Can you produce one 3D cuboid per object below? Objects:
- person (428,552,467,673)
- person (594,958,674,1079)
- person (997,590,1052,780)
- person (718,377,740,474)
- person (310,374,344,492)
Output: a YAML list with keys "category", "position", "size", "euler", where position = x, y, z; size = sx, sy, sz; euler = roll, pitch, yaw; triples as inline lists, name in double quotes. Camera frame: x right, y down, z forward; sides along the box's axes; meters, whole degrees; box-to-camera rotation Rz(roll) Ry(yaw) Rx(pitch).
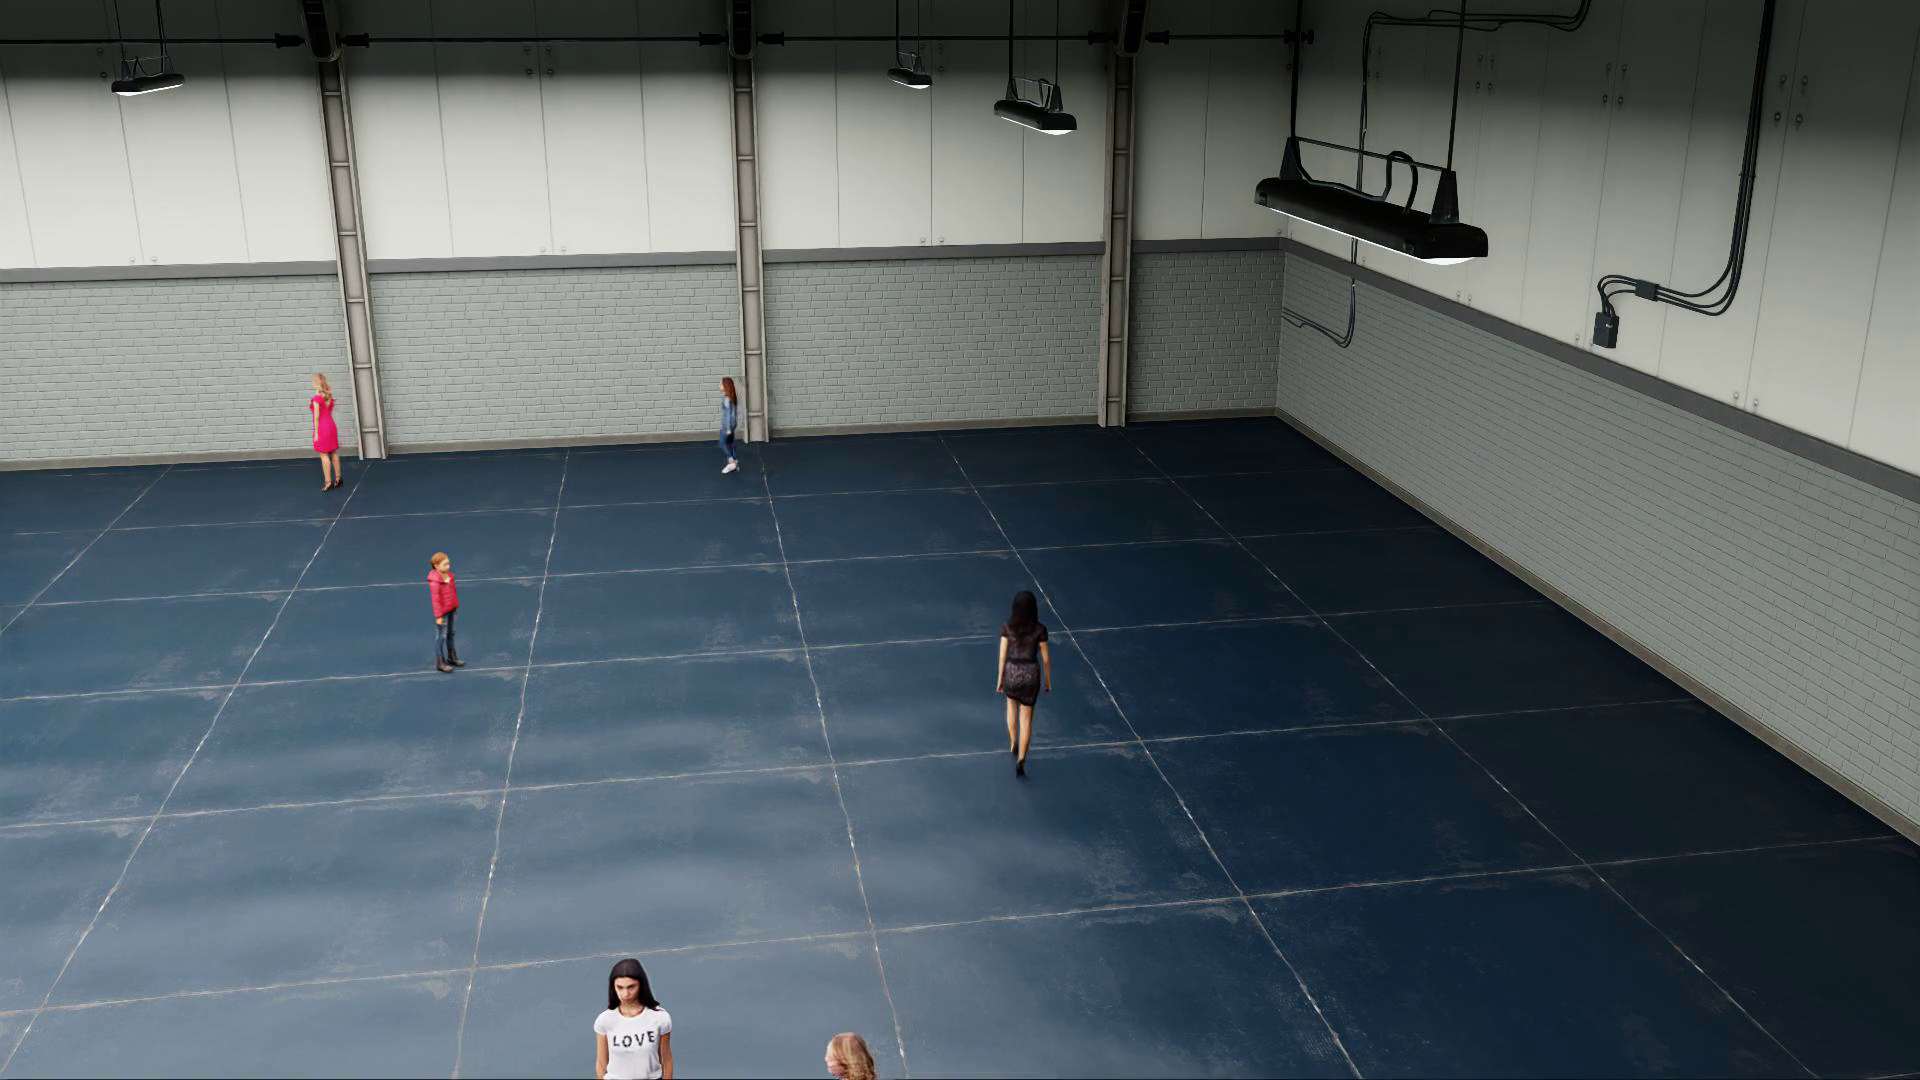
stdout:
- category: "person"
  position: [-5.508, 0.755, 17.758]
  size: [0.618, 1.314, 0.583]
  euler: [7, 19, 21]
- category: "person"
  position: [-1.860, 3.193, 9.524]
  size: [0.447, 1.775, 0.642]
  euler: [-4, 18, -11]
- category: "person"
  position: [0.552, 1.353, 15.195]
  size: [0.890, 1.764, 0.866]
  euler: [3, 18, 9]
- category: "person"
  position: [-3.423, -1.734, 25.151]
  size: [0.580, 1.469, 0.614]
  euler: [1, 18, 2]
- category: "person"
  position: [-9.233, -1.589, 24.293]
  size: [0.668, 1.724, 0.670]
  euler: [4, 18, 12]
